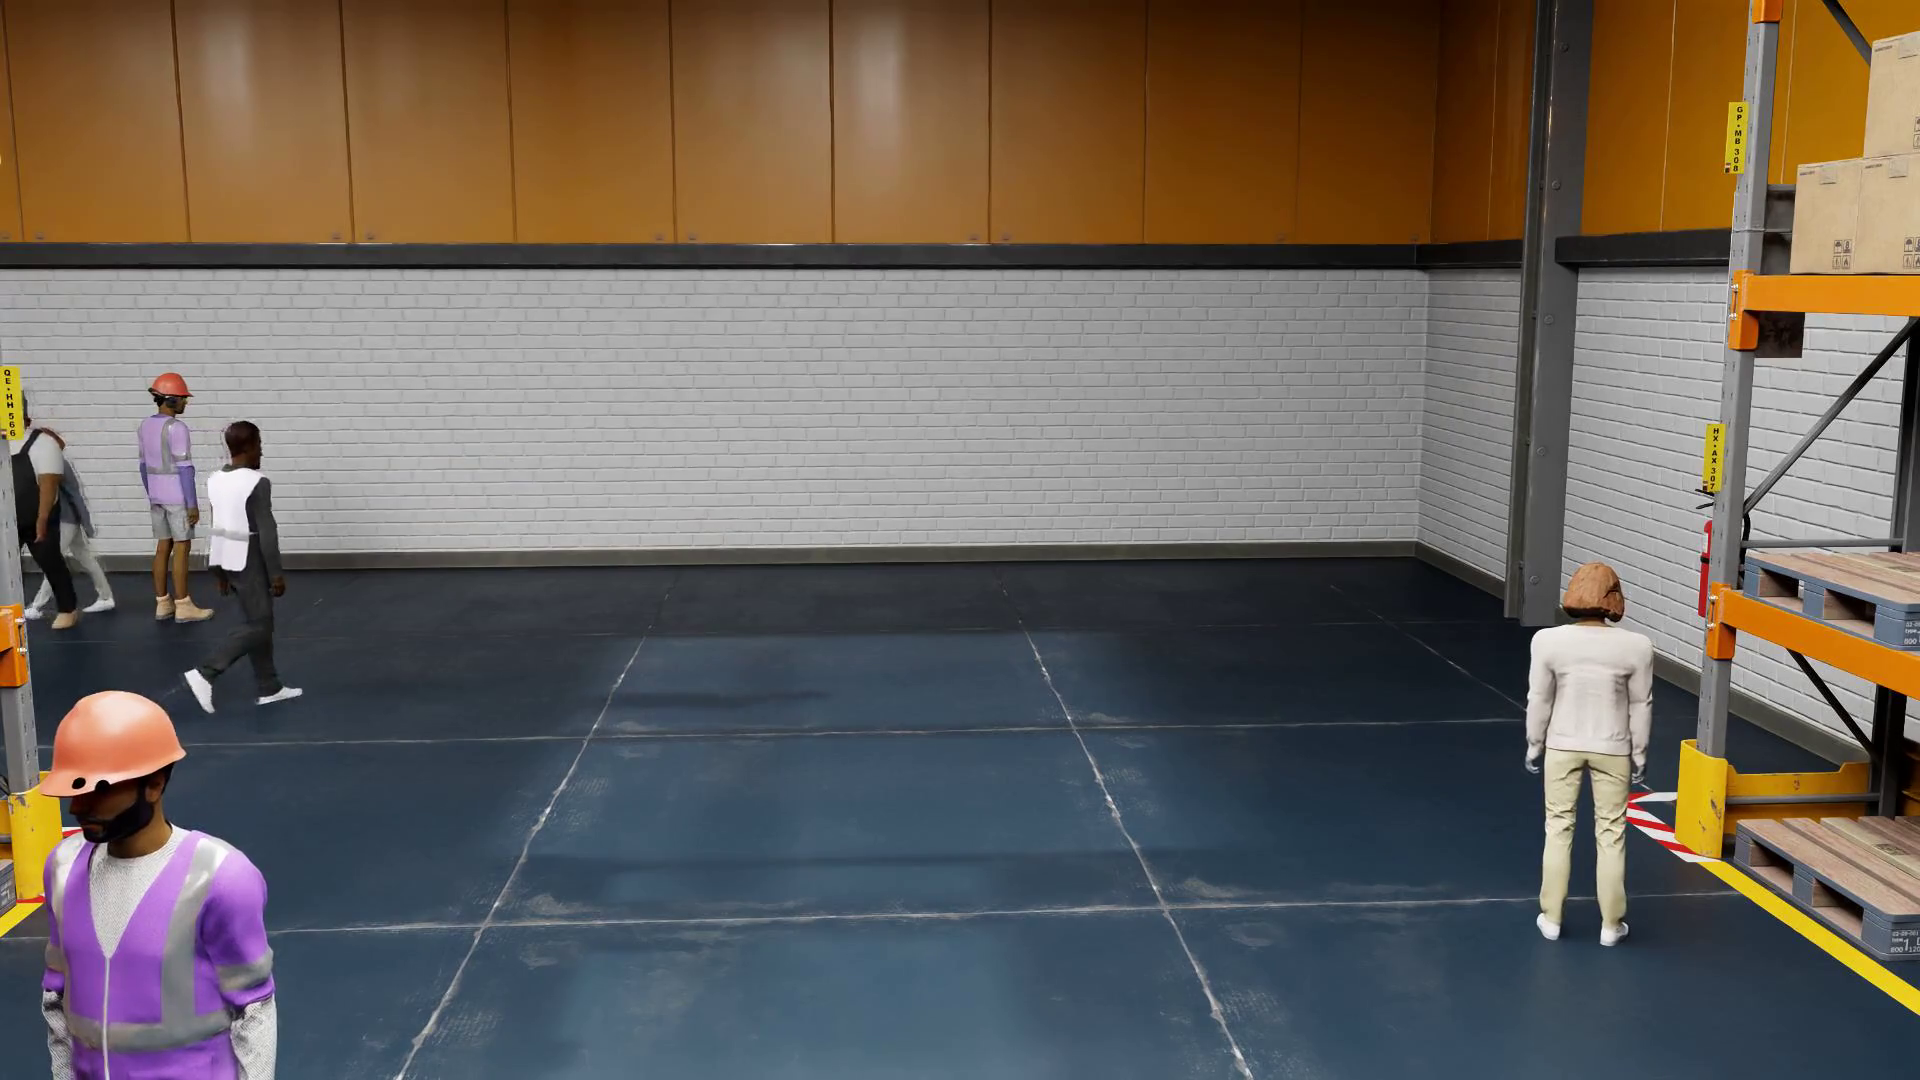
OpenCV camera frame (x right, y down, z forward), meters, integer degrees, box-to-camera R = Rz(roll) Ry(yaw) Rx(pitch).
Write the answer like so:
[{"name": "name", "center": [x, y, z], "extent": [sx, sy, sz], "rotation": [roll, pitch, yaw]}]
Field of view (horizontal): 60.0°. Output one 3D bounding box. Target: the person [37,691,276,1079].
[{"name": "person", "center": [-1.818, 1.281, 3.739], "extent": [0.552, 1.935, 0.366], "rotation": [2, 9, 13]}]

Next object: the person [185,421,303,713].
[{"name": "person", "center": [-4.683, 0.179, 10.784], "extent": [0.600, 1.899, 0.758], "rotation": [7, 12, 39]}]

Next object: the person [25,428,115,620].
[{"name": "person", "center": [-7.428, -0.135, 13.701], "extent": [0.841, 1.579, 0.544], "rotation": [-8, 12, -43]}]

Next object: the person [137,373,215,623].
[{"name": "person", "center": [-6.432, -0.347, 13.638], "extent": [0.614, 2.039, 0.390], "rotation": [6, 11, 33]}]

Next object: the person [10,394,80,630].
[{"name": "person", "center": [-7.292, -0.239, 12.957], "extent": [0.677, 2.000, 1.089], "rotation": [0, 9, -2]}]

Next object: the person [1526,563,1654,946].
[{"name": "person", "center": [2.659, 0.904, 7.055], "extent": [0.498, 1.633, 0.282], "rotation": [4, 10, 23]}]
